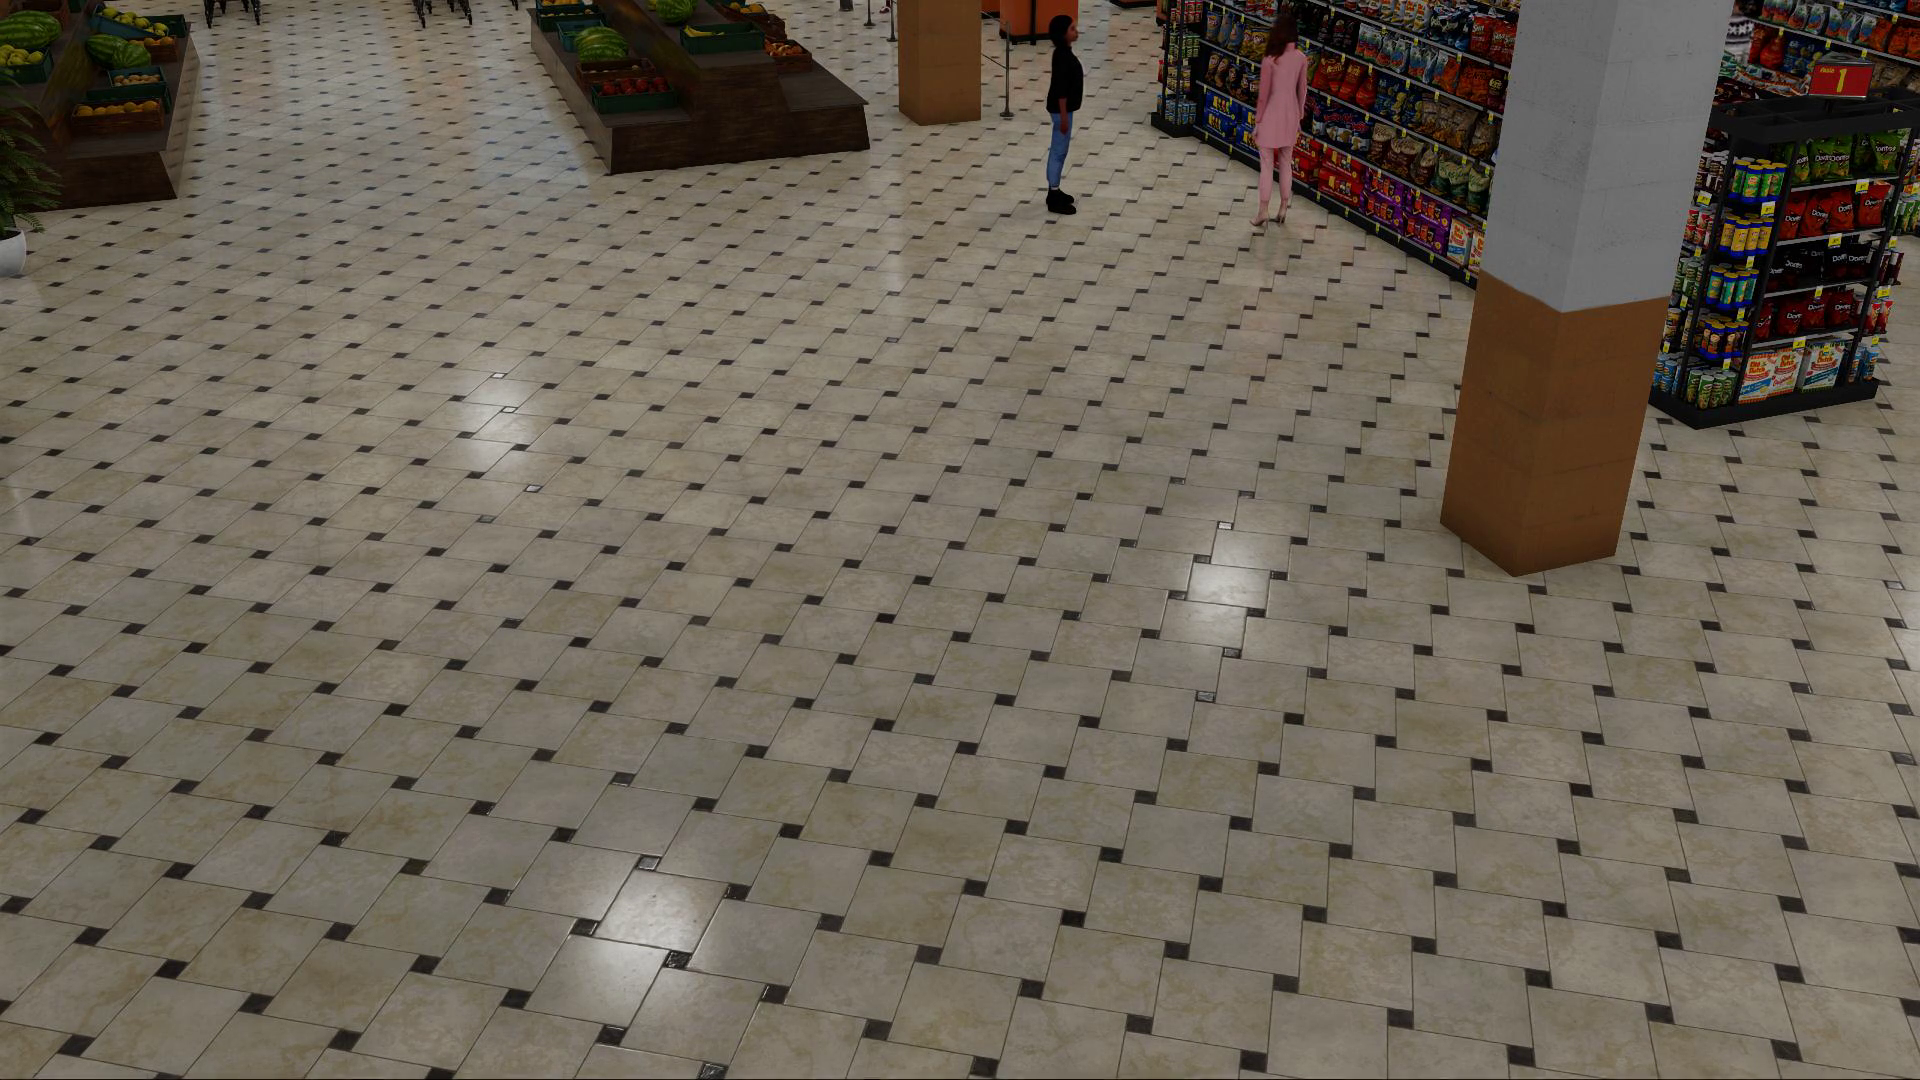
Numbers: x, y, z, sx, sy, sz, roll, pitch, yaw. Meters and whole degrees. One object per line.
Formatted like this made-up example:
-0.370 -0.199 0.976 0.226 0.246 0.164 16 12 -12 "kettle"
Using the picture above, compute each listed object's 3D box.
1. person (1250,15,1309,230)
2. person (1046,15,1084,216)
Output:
2.733 -3.577 14.264 0.618 1.803 0.522 -8 30 -15 "person"
0.895 -3.775 14.731 0.706 1.701 0.594 1 29 2 "person"
